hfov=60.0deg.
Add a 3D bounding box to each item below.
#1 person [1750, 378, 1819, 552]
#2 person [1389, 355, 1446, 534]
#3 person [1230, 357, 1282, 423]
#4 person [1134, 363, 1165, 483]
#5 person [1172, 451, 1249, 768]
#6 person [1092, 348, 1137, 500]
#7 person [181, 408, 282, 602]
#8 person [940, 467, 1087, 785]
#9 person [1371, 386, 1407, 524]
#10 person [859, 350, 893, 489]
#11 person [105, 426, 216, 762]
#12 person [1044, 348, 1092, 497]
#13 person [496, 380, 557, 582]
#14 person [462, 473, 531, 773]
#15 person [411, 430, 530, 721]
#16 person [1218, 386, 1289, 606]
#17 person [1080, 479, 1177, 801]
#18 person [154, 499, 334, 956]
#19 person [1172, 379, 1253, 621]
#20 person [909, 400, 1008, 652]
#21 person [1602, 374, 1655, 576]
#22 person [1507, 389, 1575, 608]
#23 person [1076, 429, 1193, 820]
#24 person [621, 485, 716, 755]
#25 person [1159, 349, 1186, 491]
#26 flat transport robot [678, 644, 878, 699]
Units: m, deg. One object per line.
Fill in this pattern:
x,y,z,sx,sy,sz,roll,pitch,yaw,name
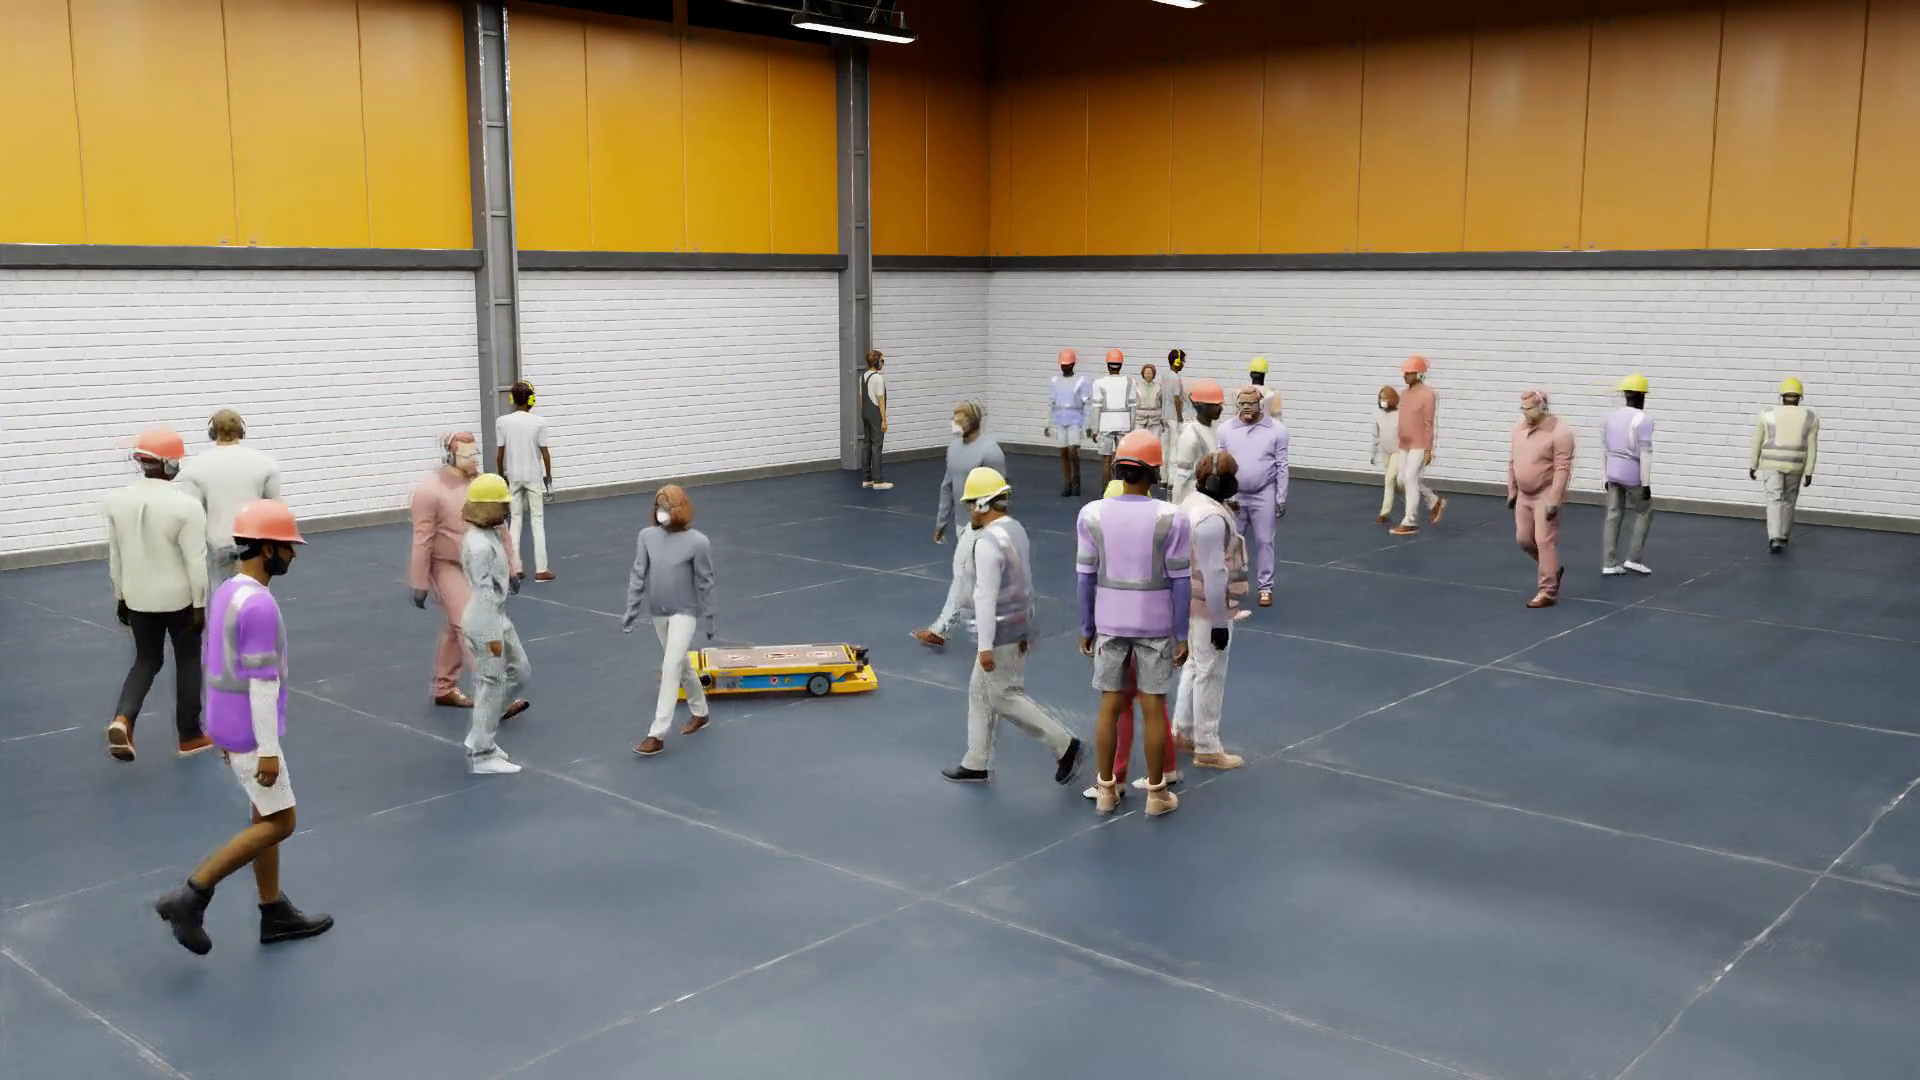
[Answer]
8.464,-0.770,17.105,0.599,1.795,0.911,4,10,21,person
5.066,-1.051,18.291,0.693,1.976,0.624,-3,10,-18,person
3.397,-1.154,19.188,0.629,1.927,0.604,4,10,24,person
2.555,-1.586,22.681,0.522,1.636,0.310,1,9,5,person
1.436,0.403,9.628,0.458,1.838,0.659,0,9,-2,person
1.891,-1.382,20.458,0.546,1.939,0.375,-1,9,-4,person
-5.101,0.023,11.745,0.639,1.902,0.894,-3,10,-20,person
0.300,0.497,9.148,0.792,1.793,0.598,2,9,14,person
5.026,-0.994,19.149,0.769,1.587,0.509,-7,11,-37,person
-1.133,-1.593,22.076,0.346,1.846,0.505,-7,11,-37,person
-4.640,0.331,9.600,0.617,1.968,0.677,1,9,5,person
1.373,-1.489,21.202,0.569,1.913,0.476,5,10,27,person
-4.012,-0.536,15.364,0.534,1.868,0.310,1,9,4,person
-2.635,0.479,9.427,0.378,1.727,0.502,-1,9,-9,person
-3.084,0.225,10.629,1.005,1.843,0.681,5,10,28,person
2.481,-0.374,14.266,0.653,1.899,0.394,3,10,20,person
0.886,0.538,9.037,0.769,1.734,0.526,-3,10,-18,person
-2.987,0.788,6.912,0.630,1.910,0.567,-6,11,-34,person
1.917,-0.348,13.804,1.023,2.007,0.606,4,10,23,person
0.008,-0.108,12.606,1.013,1.883,0.647,-5,11,-30,person
6.331,-0.605,15.663,0.615,1.903,0.630,-4,10,-25,person
5.083,-0.380,14.378,0.658,1.872,0.674,-4,10,-23,person
0.911,0.441,8.684,0.607,2.044,0.378,3,10,18,person
-1.758,0.461,10.004,0.503,1.584,0.836,5,10,28,person
2.819,-1.576,21.911,0.328,1.865,0.521,-3,9,-17,person
-1.311,0.890,11.409,1.431,0.197,0.652,-1,9,-9,flat transport robot
